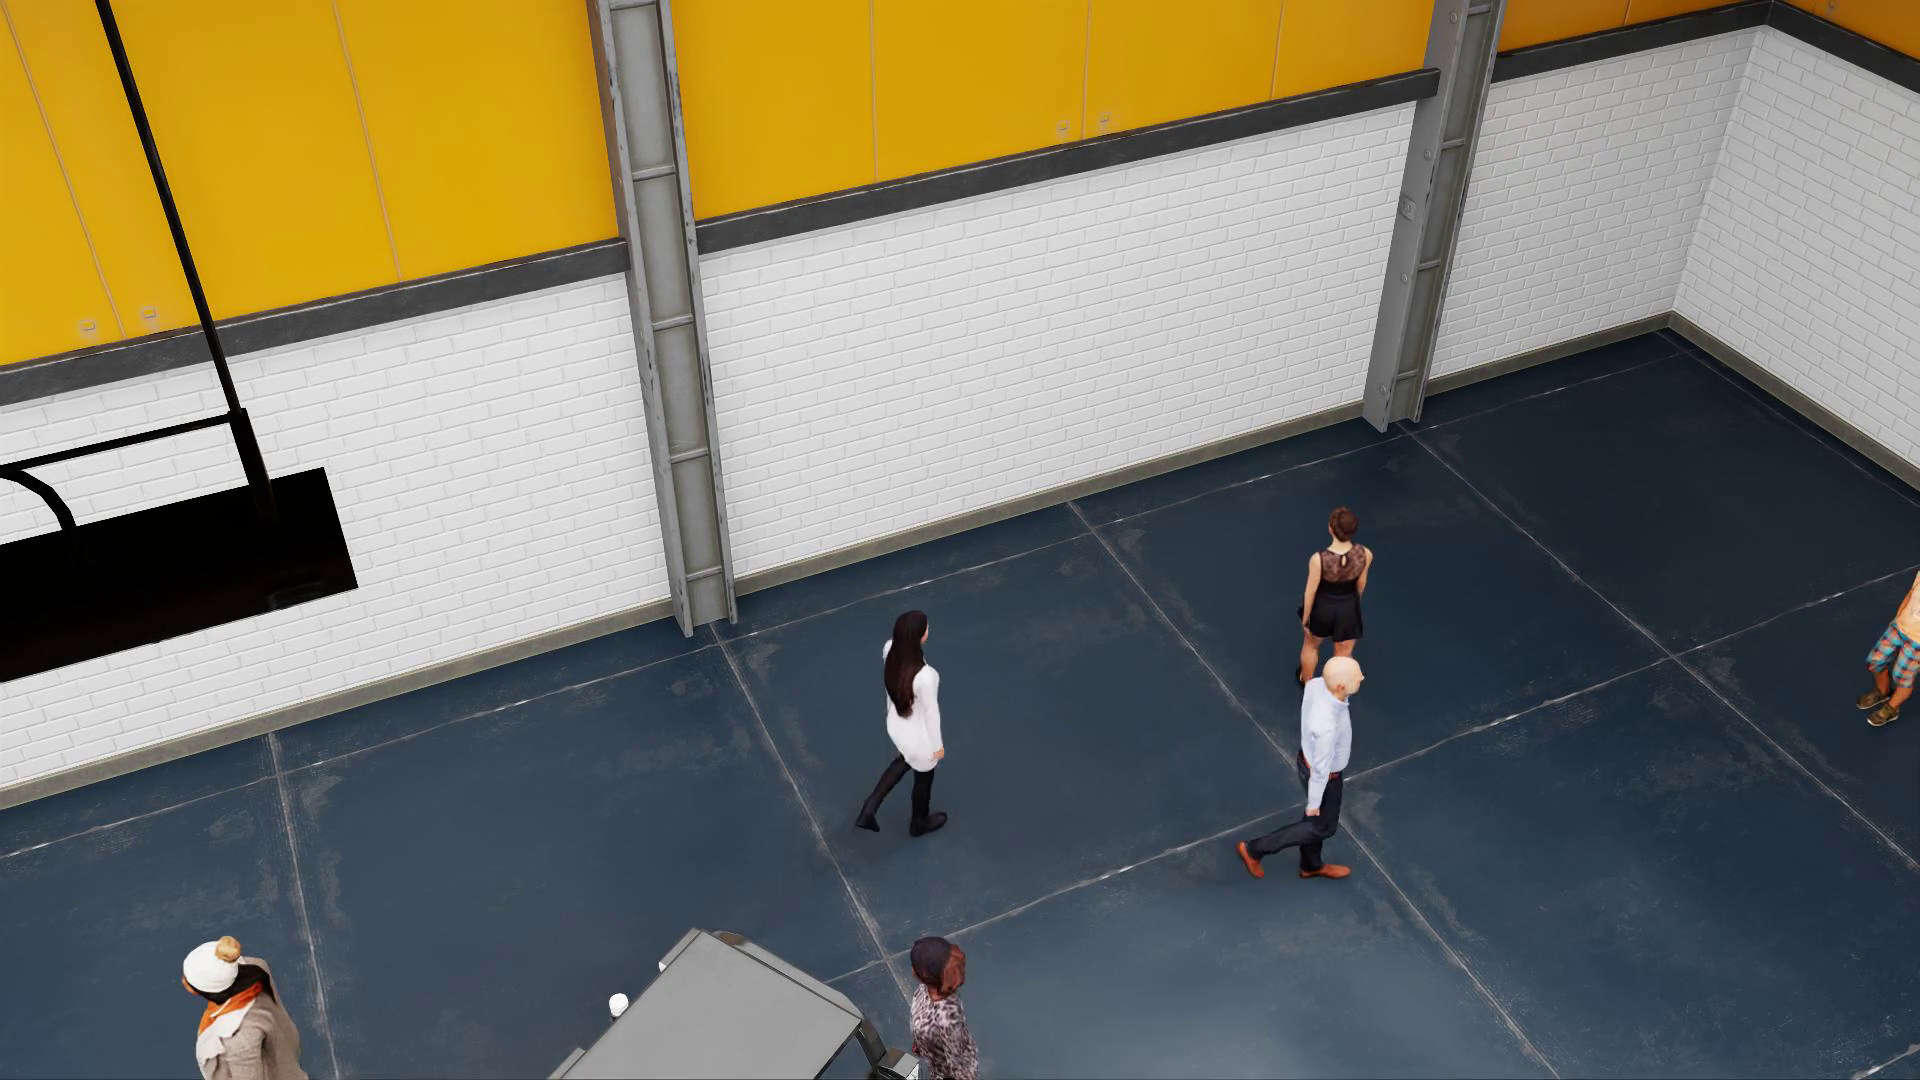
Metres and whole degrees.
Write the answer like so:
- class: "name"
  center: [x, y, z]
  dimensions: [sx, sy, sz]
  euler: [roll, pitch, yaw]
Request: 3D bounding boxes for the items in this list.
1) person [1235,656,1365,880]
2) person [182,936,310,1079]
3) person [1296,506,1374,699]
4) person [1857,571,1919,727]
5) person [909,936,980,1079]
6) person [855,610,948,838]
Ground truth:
- class: "person"
  center: [1.992, 1.349, 9.550]
  dimensions: [1.076, 1.776, 0.911]
  euler: [2, 39, 2]
- class: "person"
  center: [-3.262, 2.523, 8.016]
  dimensions: [1.151, 1.855, 0.754]
  euler: [-13, 40, -16]
- class: "person"
  center: [2.421, 0.509, 10.695]
  dimensions: [1.003, 1.658, 0.892]
  euler: [-1, 39, -2]
- class: "person"
  center: [6.230, 0.600, 10.749]
  dimensions: [0.568, 1.451, 0.563]
  euler: [-12, 40, -15]
- class: "person"
  center: [-0.005, 2.581, 8.081]
  dimensions: [0.690, 1.682, 0.720]
  euler: [-14, 41, -17]
- class: "person"
  center: [-0.359, 1.161, 9.768]
  dimensions: [0.892, 1.796, 0.700]
  euler: [-24, 44, -27]
